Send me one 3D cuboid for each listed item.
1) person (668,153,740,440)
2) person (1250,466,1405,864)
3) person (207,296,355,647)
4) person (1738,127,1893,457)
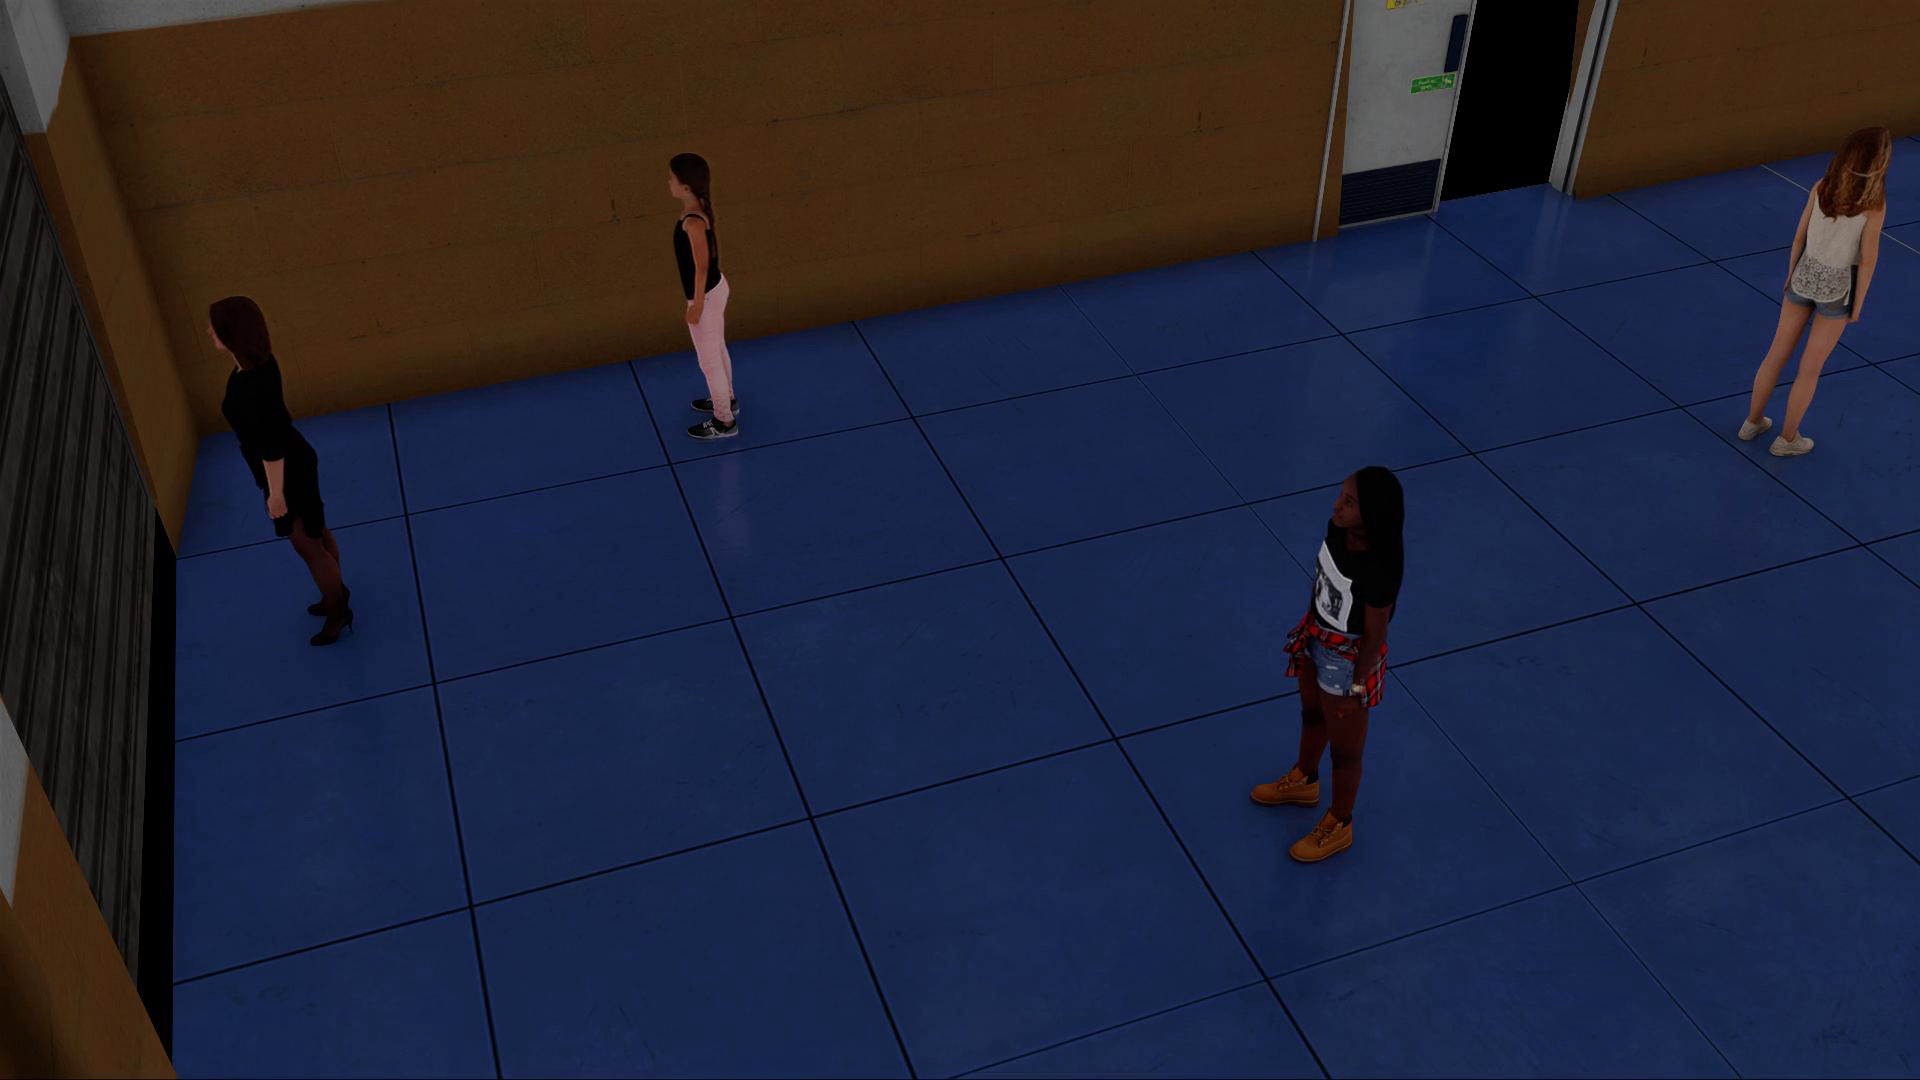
[{"bbox_3d":[-1.306,-1.246,8.506,0.661,1.564,0.543,0,37,0],"label":"person"},{"bbox_3d":[1.396,0.446,6.114,0.671,1.729,0.539,-10,38,-13],"label":"person"},{"bbox_3d":[-2.865,-0.280,7.087,0.660,1.706,0.460,-9,38,-12],"label":"person"},{"bbox_3d":[4.292,-1.226,8.316,0.672,1.759,0.528,-21,42,-26],"label":"person"}]
